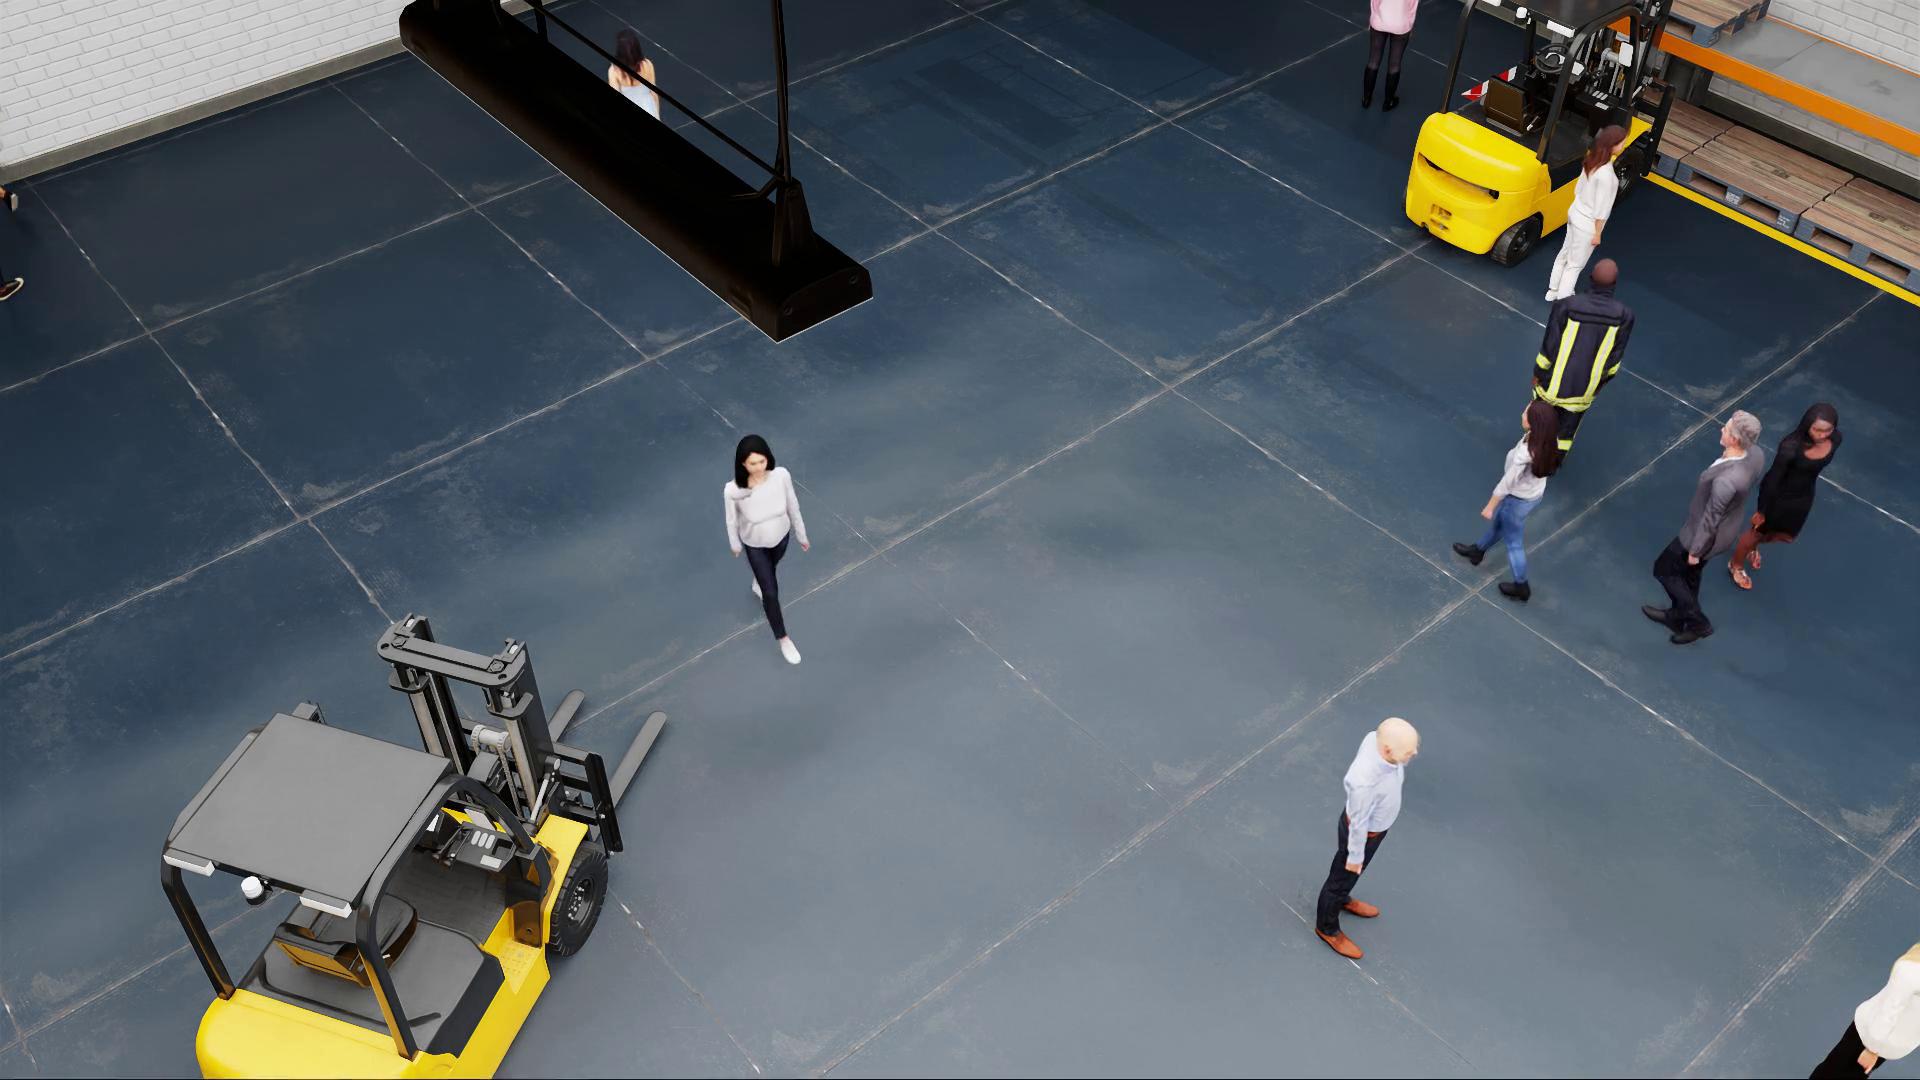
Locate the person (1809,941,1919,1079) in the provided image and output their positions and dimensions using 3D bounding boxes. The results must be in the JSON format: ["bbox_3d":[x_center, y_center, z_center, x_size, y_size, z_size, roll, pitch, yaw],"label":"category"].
[{"bbox_3d":[4.546,2.410,8.178,0.617,1.858,0.513,-29,51,-27],"label":"person"}]

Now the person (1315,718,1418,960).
[{"bbox_3d":[2.209,1.579,9.100,0.705,1.790,0.718,20,47,20],"label":"person"}]

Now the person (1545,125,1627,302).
[{"bbox_3d":[5.110,-2.617,13.576,0.747,1.690,0.657,-3,44,-3],"label":"person"}]

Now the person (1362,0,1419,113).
[{"bbox_3d":[4.148,-4.953,16.030,0.606,1.687,0.732,20,47,20],"label":"person"}]

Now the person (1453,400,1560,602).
[{"bbox_3d":[3.804,-0.229,11.133,0.669,1.603,0.914,-35,53,-31],"label":"person"}]

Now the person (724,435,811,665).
[{"bbox_3d":[-1.299,-0.062,10.919,0.741,1.656,1.125,-22,48,-21],"label":"person"}]

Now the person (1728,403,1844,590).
[{"bbox_3d":[5.502,-0.319,11.160,0.795,1.696,0.849,-17,46,-17],"label":"person"}]

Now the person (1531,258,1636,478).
[{"bbox_3d":[4.440,-1.203,12.007,0.922,1.807,0.991,9,44,9],"label":"person"}]

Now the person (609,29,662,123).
[{"bbox_3d":[-2.834,-3.705,14.689,0.637,1.730,0.606,-18,47,-18],"label":"person"}]

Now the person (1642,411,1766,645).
[{"bbox_3d":[4.921,-0.035,10.773,0.783,1.818,0.768,29,51,27],"label":"person"}]
